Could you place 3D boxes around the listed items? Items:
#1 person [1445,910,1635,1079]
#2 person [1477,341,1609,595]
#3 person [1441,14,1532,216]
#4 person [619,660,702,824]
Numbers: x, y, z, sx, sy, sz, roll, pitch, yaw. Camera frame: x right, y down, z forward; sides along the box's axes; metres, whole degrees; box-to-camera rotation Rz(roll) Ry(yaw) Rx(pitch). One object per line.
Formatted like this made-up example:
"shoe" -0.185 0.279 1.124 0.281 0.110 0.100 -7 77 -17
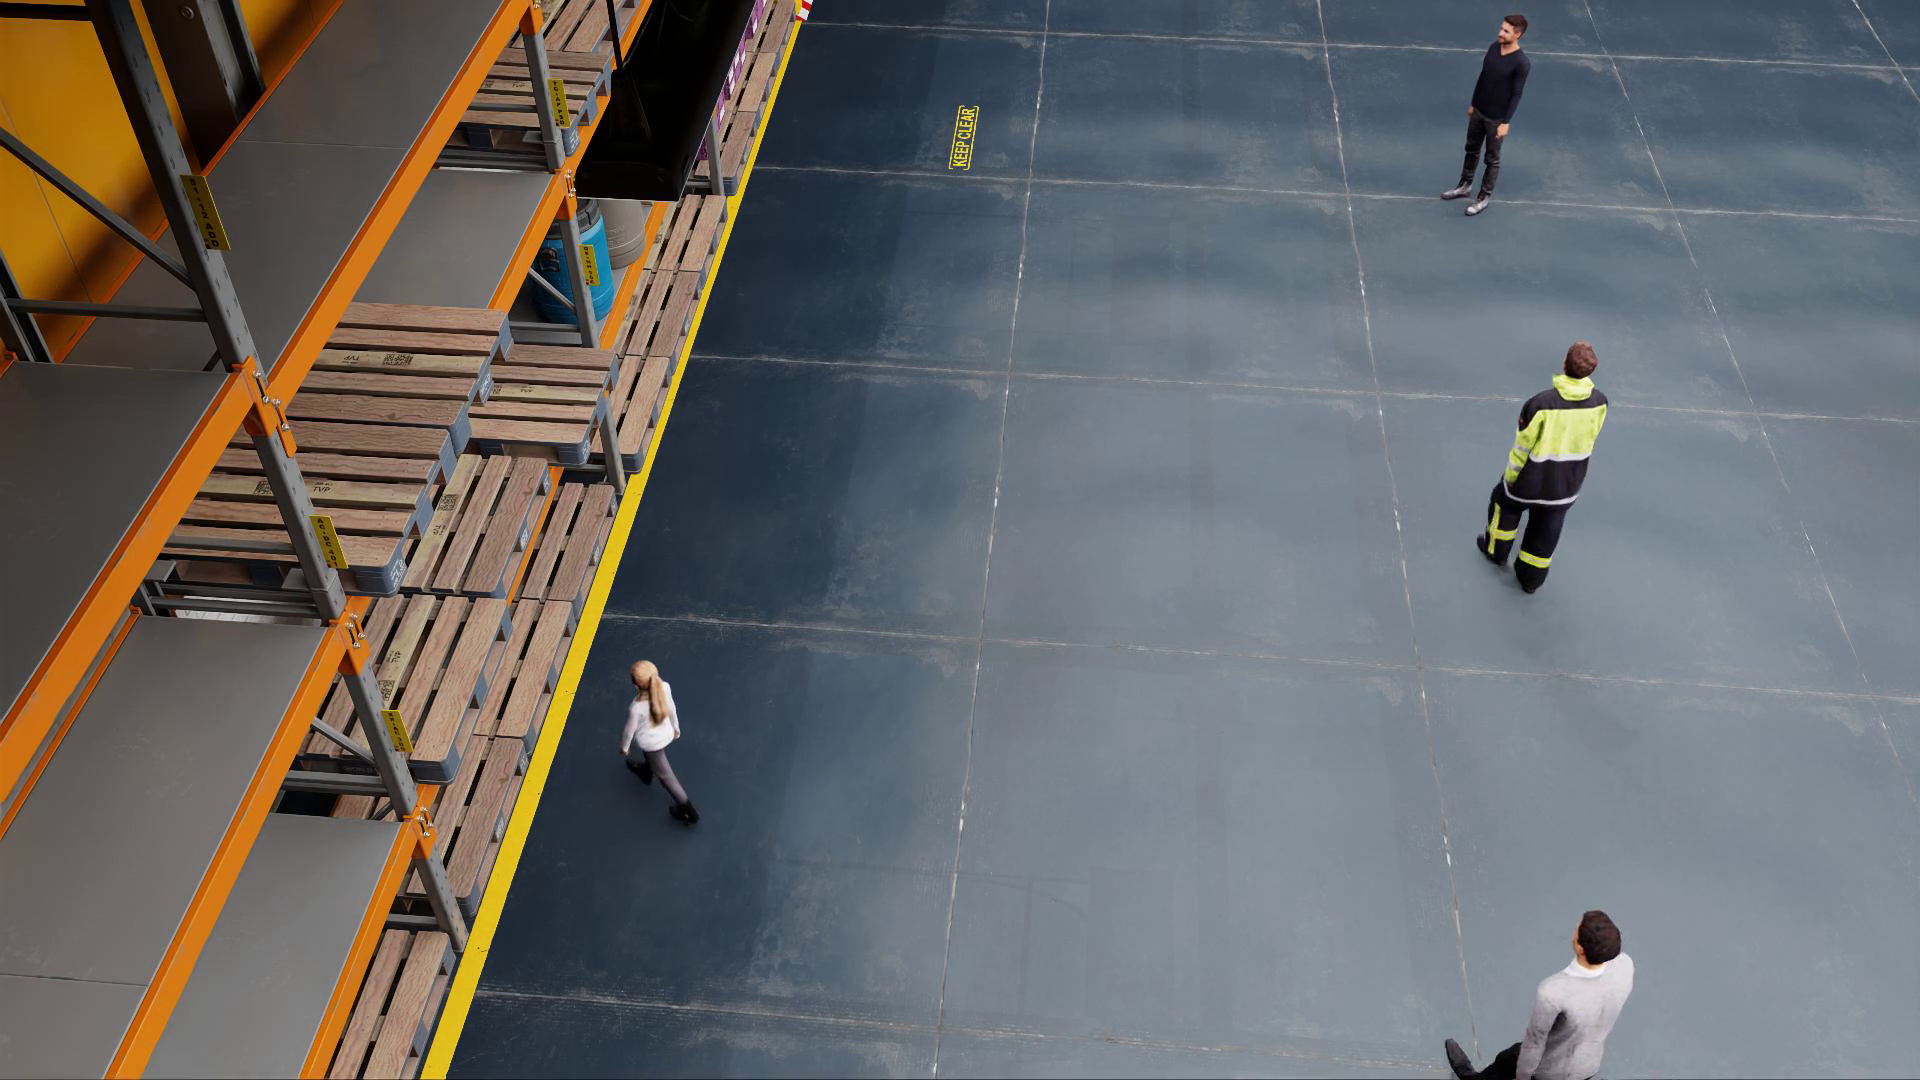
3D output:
"person" 2.994 2.594 8.163 1.042 1.875 1.266 -14 45 -14
"person" 4.004 -0.426 11.270 0.878 1.962 0.908 -5 44 -6
"person" 4.776 -3.836 14.916 0.773 1.871 0.680 -22 48 -22
"person" -1.790 1.244 10.036 0.833 1.245 0.898 25 49 24
